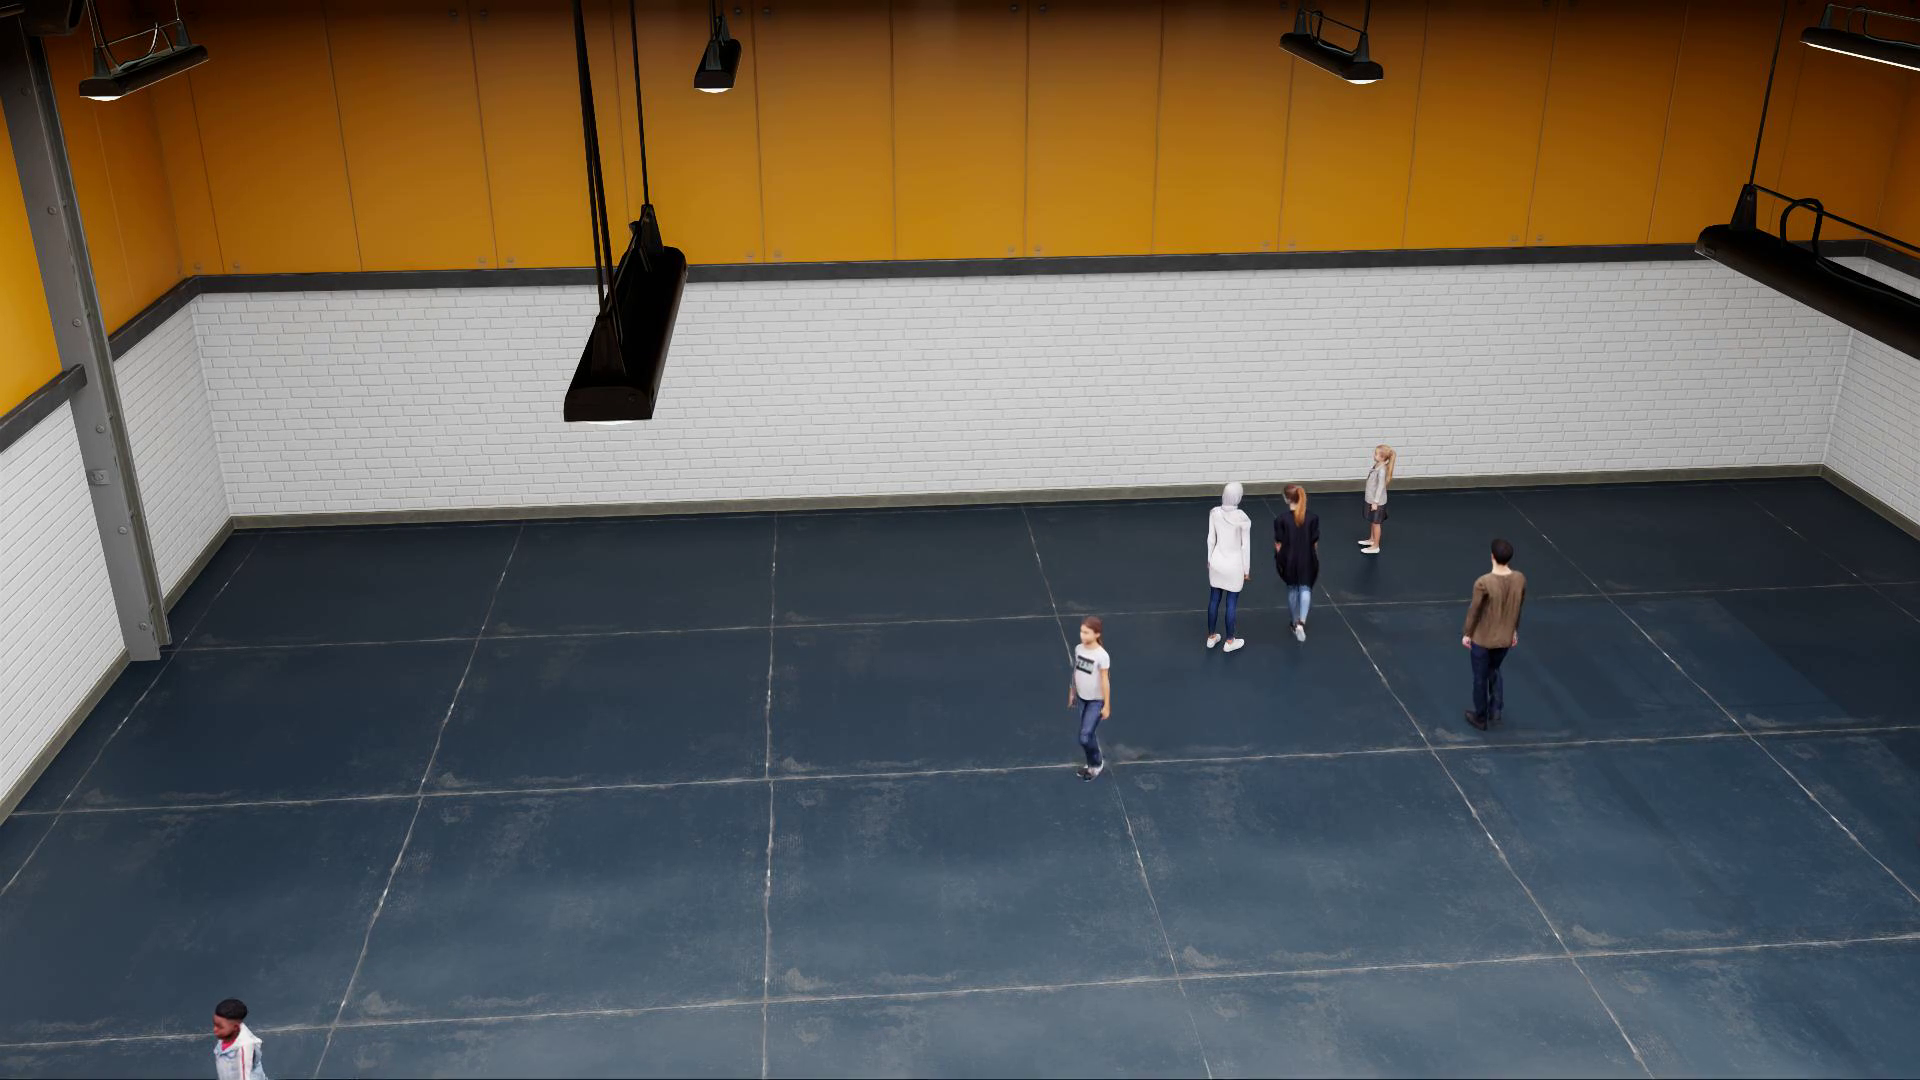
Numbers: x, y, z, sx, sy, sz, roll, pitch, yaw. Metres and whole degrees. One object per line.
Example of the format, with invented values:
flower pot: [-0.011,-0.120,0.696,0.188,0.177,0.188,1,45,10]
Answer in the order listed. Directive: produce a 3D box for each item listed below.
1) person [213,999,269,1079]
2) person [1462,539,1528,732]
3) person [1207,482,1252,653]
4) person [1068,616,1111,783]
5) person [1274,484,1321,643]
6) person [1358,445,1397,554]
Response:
person: [-4.342,3.336,10.222,0.837,1.248,0.885,19,30,36]
person: [4.848,0.901,15.006,0.717,1.877,0.718,-7,25,-15]
person: [2.664,0.259,16.604,0.698,1.775,0.747,17,29,33]
person: [1.181,1.346,14.403,0.743,1.545,0.678,-20,30,-38]
person: [3.389,0.263,16.729,0.763,1.667,0.966,4,24,10]
person: [4.744,-0.484,18.926,0.596,1.276,0.496,2,24,4]
